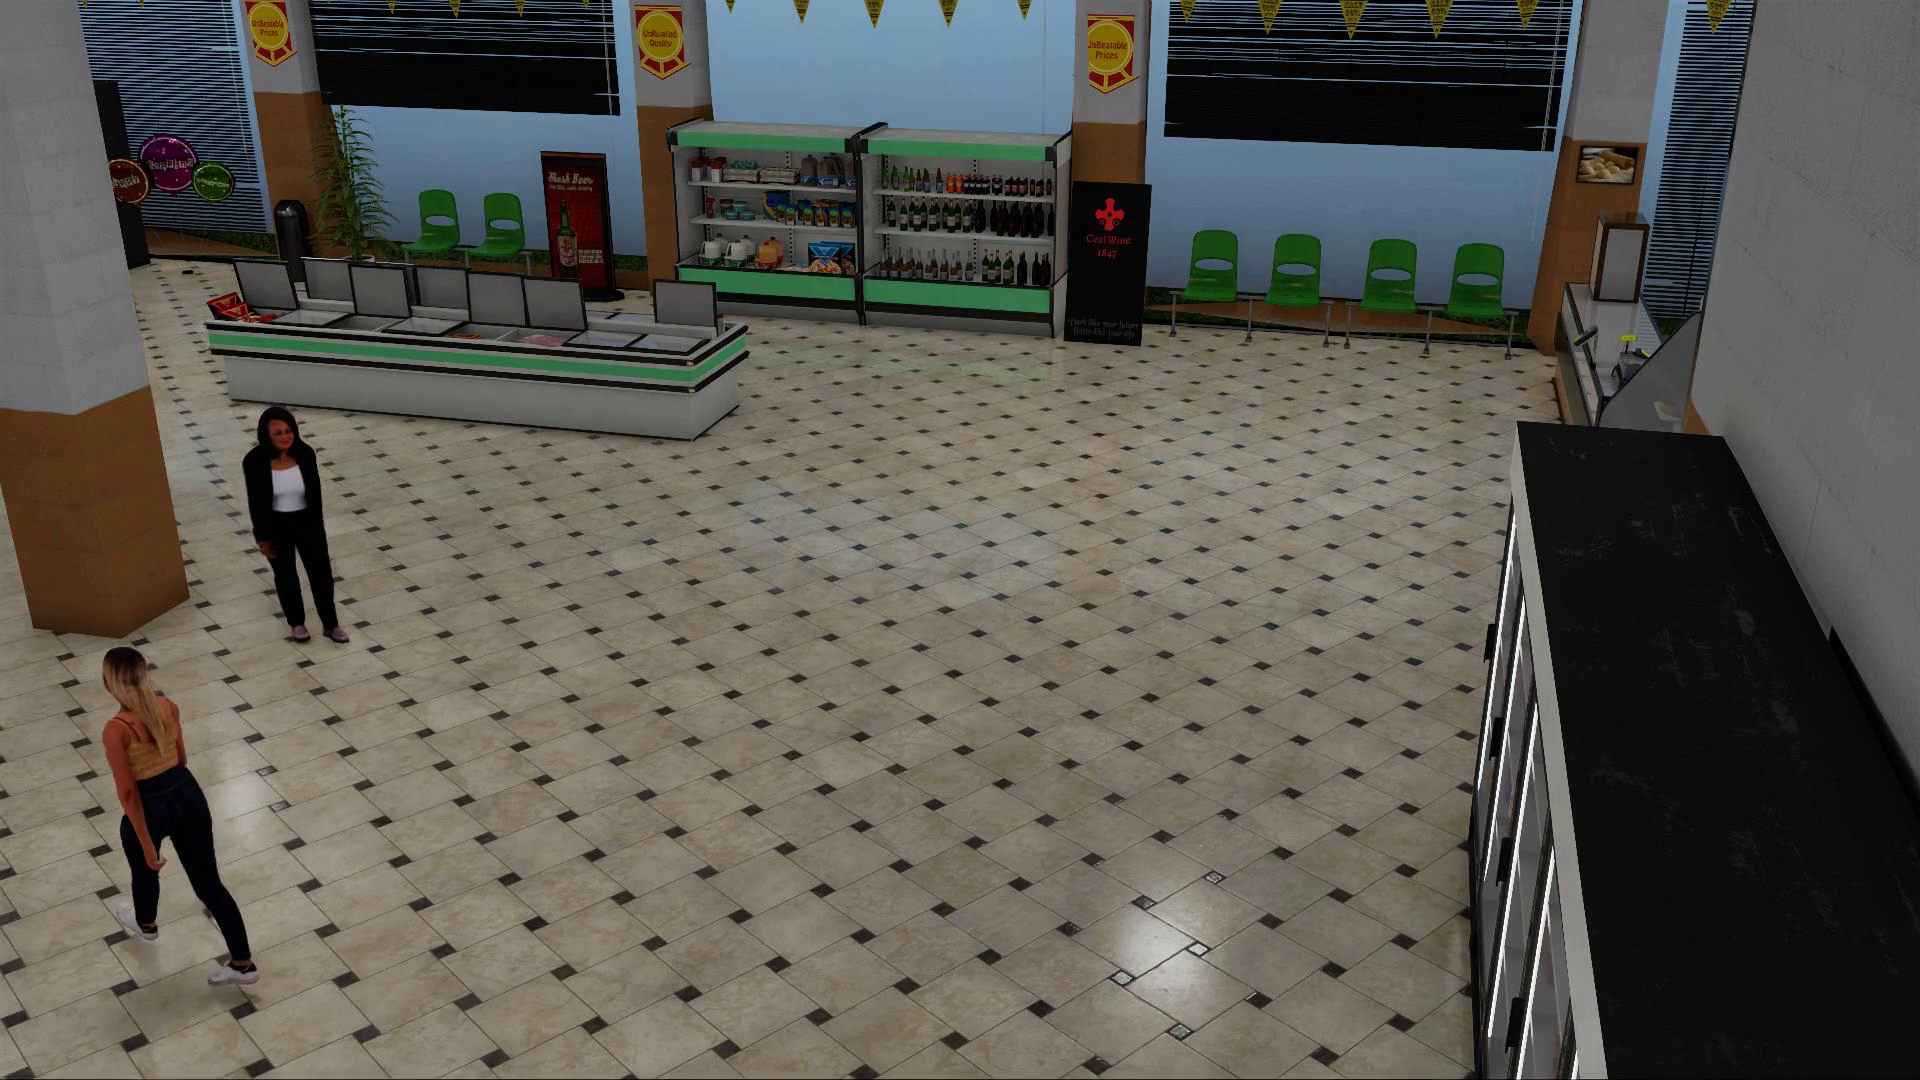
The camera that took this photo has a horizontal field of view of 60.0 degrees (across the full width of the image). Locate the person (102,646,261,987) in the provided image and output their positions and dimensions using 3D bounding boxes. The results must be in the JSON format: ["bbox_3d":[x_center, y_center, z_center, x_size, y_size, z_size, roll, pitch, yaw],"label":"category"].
[{"bbox_3d":[-3.457,1.288,7.359,1.234,1.562,0.772,9,24,22],"label":"person"}]

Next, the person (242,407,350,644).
[{"bbox_3d":[-4.371,-0.098,10.755,0.836,1.601,0.899,-16,27,-35],"label":"person"}]
